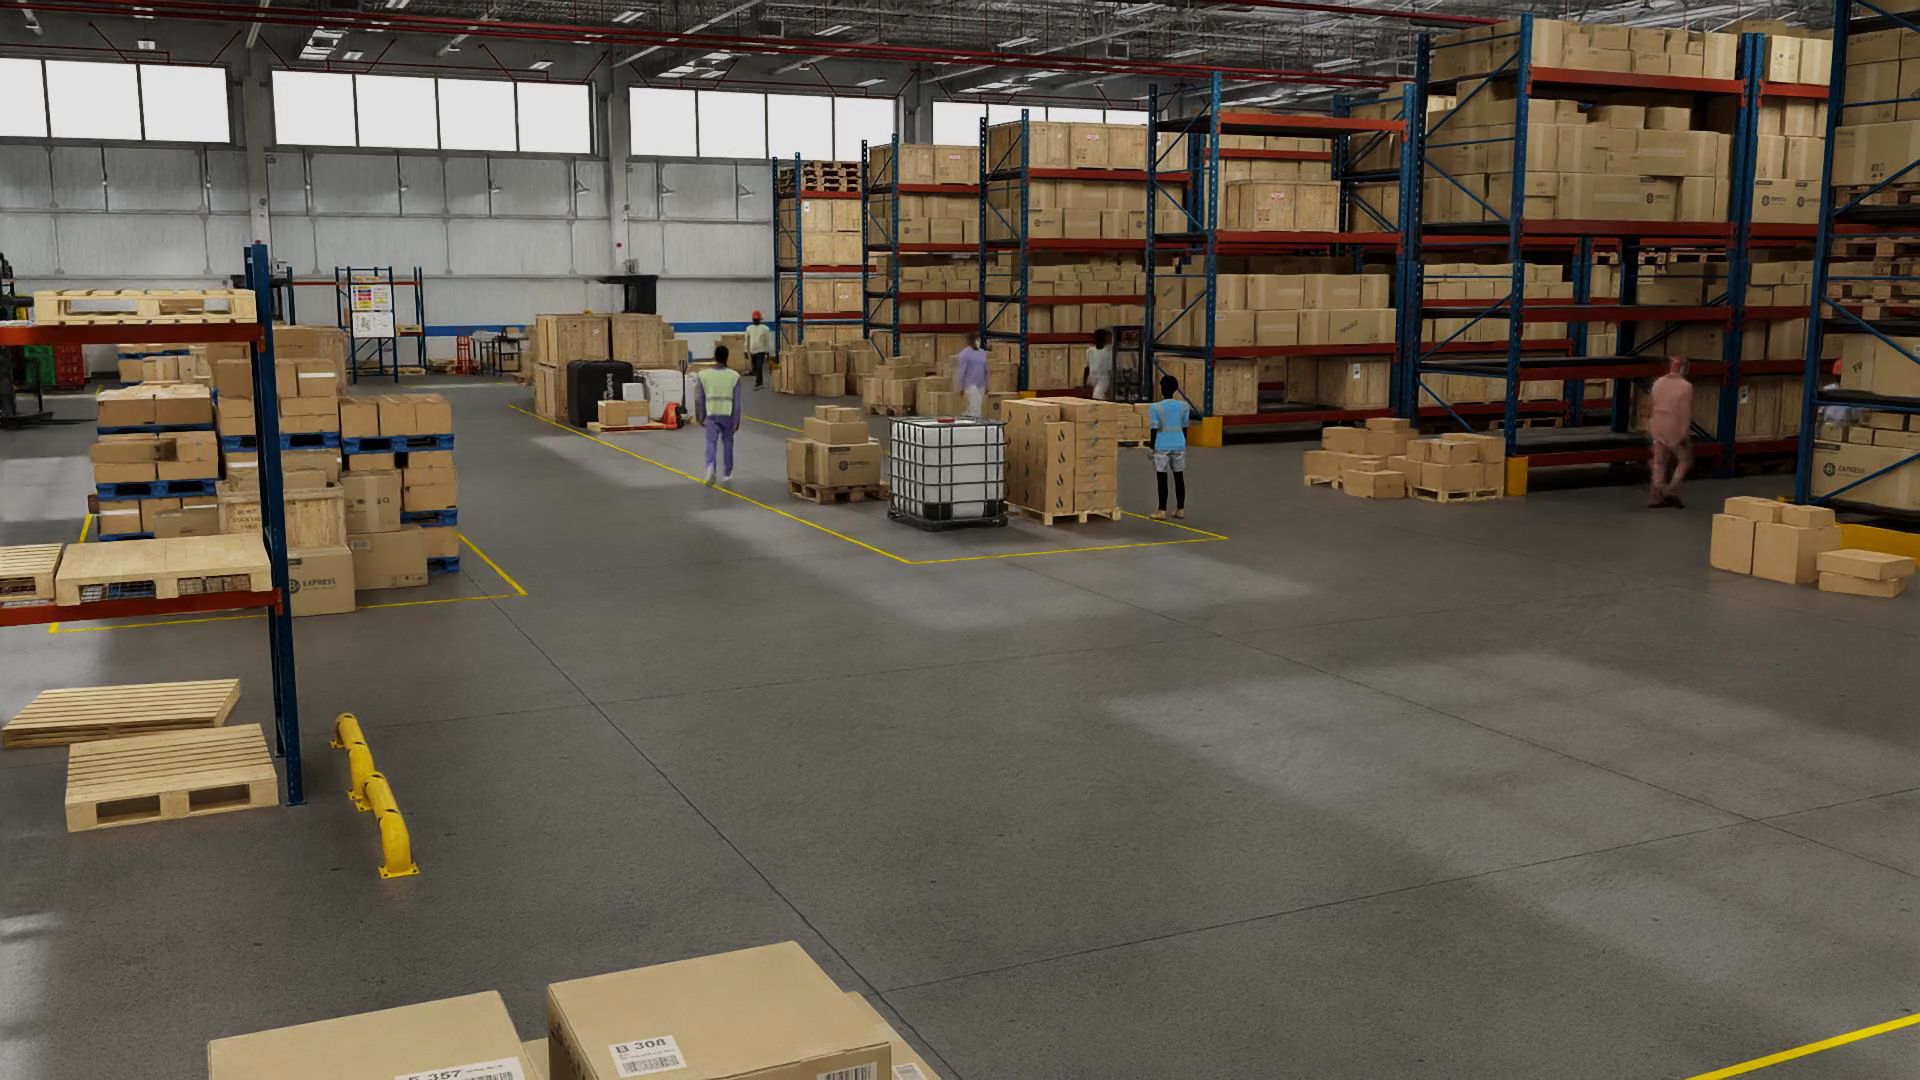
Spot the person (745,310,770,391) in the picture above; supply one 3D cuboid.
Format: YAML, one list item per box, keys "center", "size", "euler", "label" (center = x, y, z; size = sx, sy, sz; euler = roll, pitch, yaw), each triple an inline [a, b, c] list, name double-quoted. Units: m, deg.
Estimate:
- center: [-4.940, -4.641, 40.692]
  size: [0.631, 1.973, 0.800]
  euler: [2, 9, 13]
  label: "person"

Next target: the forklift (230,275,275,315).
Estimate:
- center: [-17.333, -5.130, 40.912]
  size: [1.129, 2.768, 1.873]
  euler: [-9, 13, -44]
  label: "forklift"

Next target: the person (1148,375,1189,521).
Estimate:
- center: [2.426, -1.067, 19.367]
  size: [0.533, 1.697, 0.322]
  euler: [-4, 10, -24]
  label: "person"

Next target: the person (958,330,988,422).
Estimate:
- center: [0.193, -2.633, 28.444]
  size: [0.891, 1.914, 0.637]
  euler: [9, 13, 44]
  label: "person"

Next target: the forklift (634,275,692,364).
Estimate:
- center: [-7.217, -4.725, 38.400]
  size: [1.873, 2.768, 1.129]
  euler: [-4, 10, -25]
  label: "forklift"

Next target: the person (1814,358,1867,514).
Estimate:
- center: [10.355, -1.209, 19.667]
  size: [1.004, 1.879, 0.567]
  euler: [-6, 11, -31]
  label: "person"

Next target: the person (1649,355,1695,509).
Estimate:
- center: [8.693, -1.311, 20.317]
  size: [0.472, 1.890, 0.643]
  euler: [-4, 10, -24]
  label: "person"

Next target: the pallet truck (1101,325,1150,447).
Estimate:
- center: [2.881, -2.596, 27.923]
  size: [0.823, 1.965, 1.885]
  euler: [-1, 9, -7]
  label: "pallet truck"

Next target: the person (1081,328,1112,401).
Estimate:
- center: [2.537, -2.822, 29.623]
  size: [0.989, 1.904, 0.631]
  euler: [-7, 11, -36]
  label: "person"

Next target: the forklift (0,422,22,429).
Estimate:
- center: [-18.124, -3.469, 30.608]
  size: [1.873, 2.768, 1.129]
  euler: [0, 9, -2]
  label: "forklift"

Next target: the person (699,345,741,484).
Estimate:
- center: [-3.287, -1.719, 22.786]
  size: [0.595, 1.897, 0.802]
  euler: [0, 9, -3]
  label: "person"
